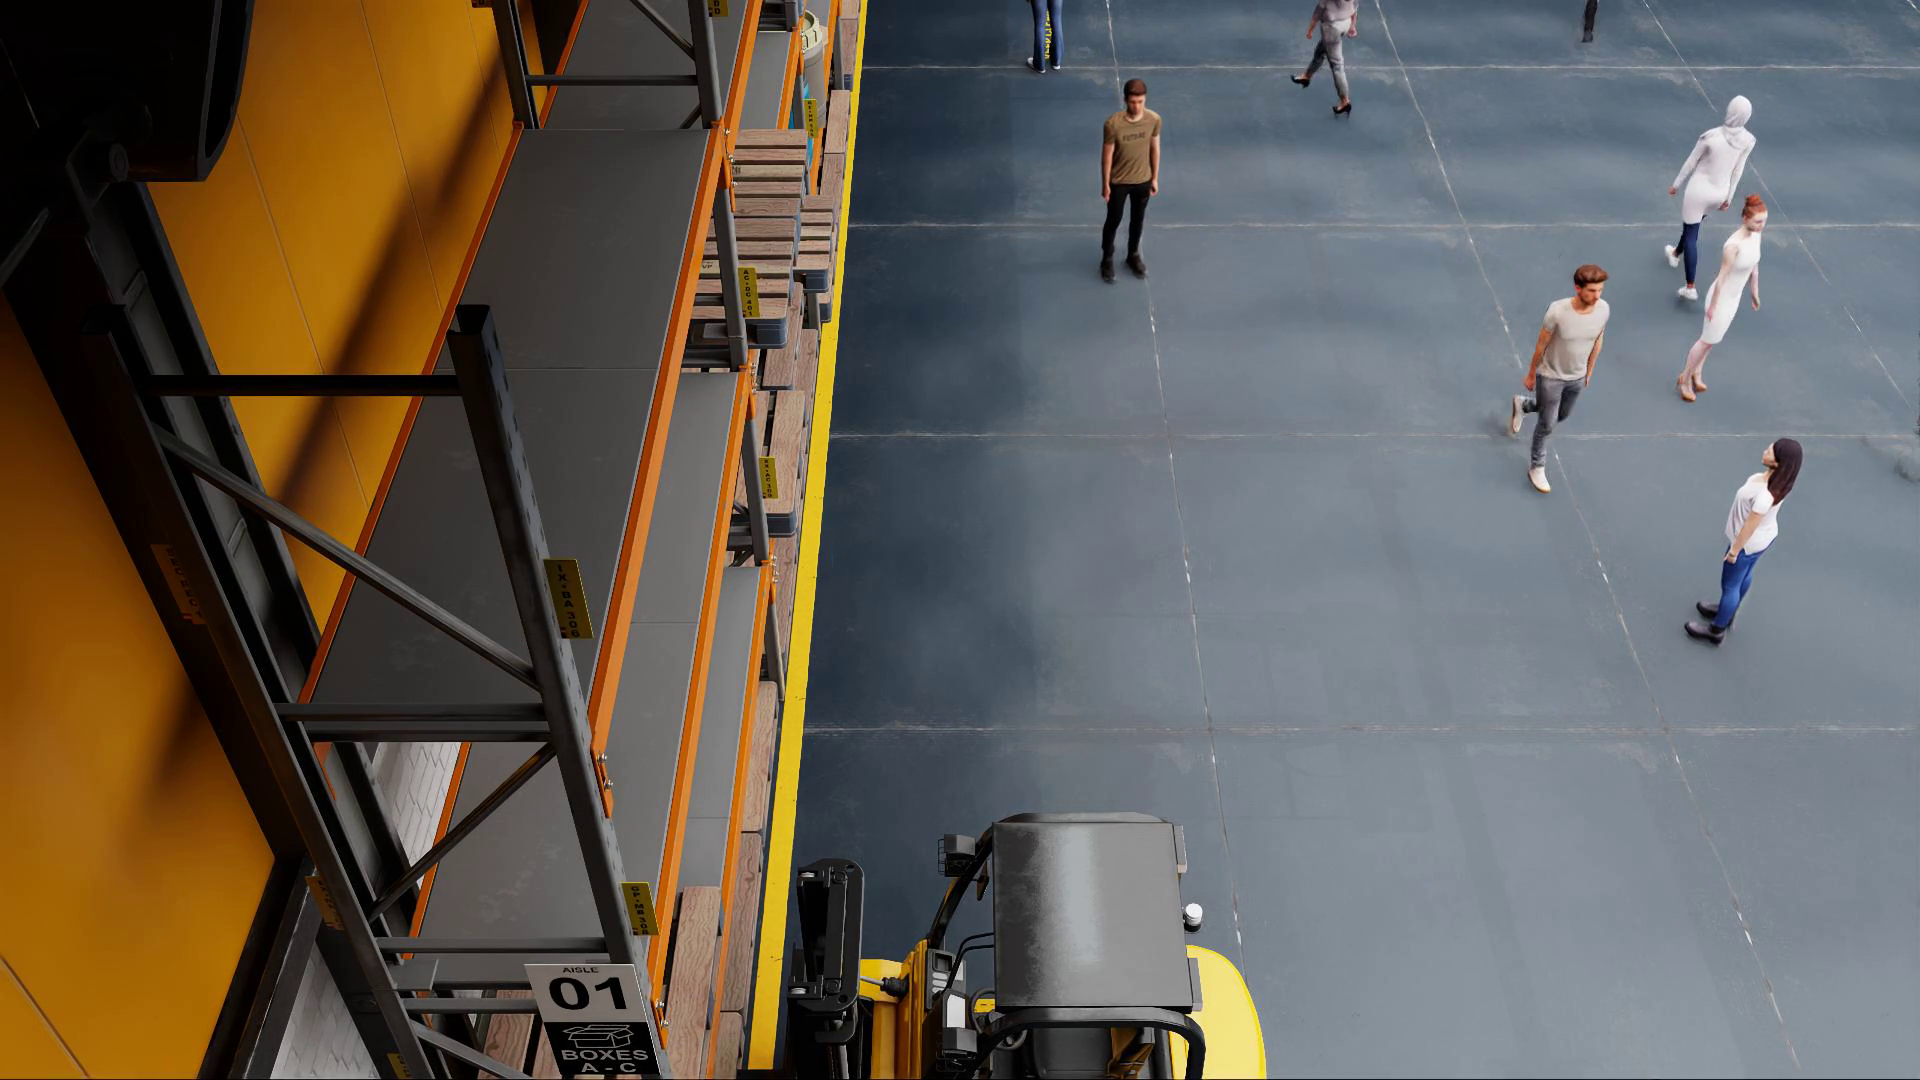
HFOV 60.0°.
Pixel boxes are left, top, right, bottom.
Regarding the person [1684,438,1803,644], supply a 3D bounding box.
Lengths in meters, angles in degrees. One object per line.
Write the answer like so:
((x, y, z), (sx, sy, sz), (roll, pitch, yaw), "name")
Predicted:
((5.239, 0.005, 11.016), (0.732, 1.683, 0.662), (32, 52, 29), "person")

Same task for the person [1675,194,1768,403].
((5.914, -1.905, 12.943), (0.682, 1.791, 0.728), (-29, 51, -27), "person")

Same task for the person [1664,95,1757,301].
((6.268, -2.836, 13.956), (0.643, 1.740, 1.114), (1, 44, 1), "person")

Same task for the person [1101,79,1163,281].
((1.440, -3.082, 14.137), (0.708, 1.848, 0.646), (-9, 44, -10), "person")

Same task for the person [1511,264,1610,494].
((4.369, -1.277, 12.223), (0.788, 1.875, 1.102), (-8, 44, -8), "person")

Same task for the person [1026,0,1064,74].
((0.888, -5.606, 16.859), (0.669, 1.748, 0.655), (-15, 46, -15), "person")

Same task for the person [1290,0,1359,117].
((3.701, -4.908, 16.224), (1.058, 1.614, 1.182), (-29, 51, -27), "person")
